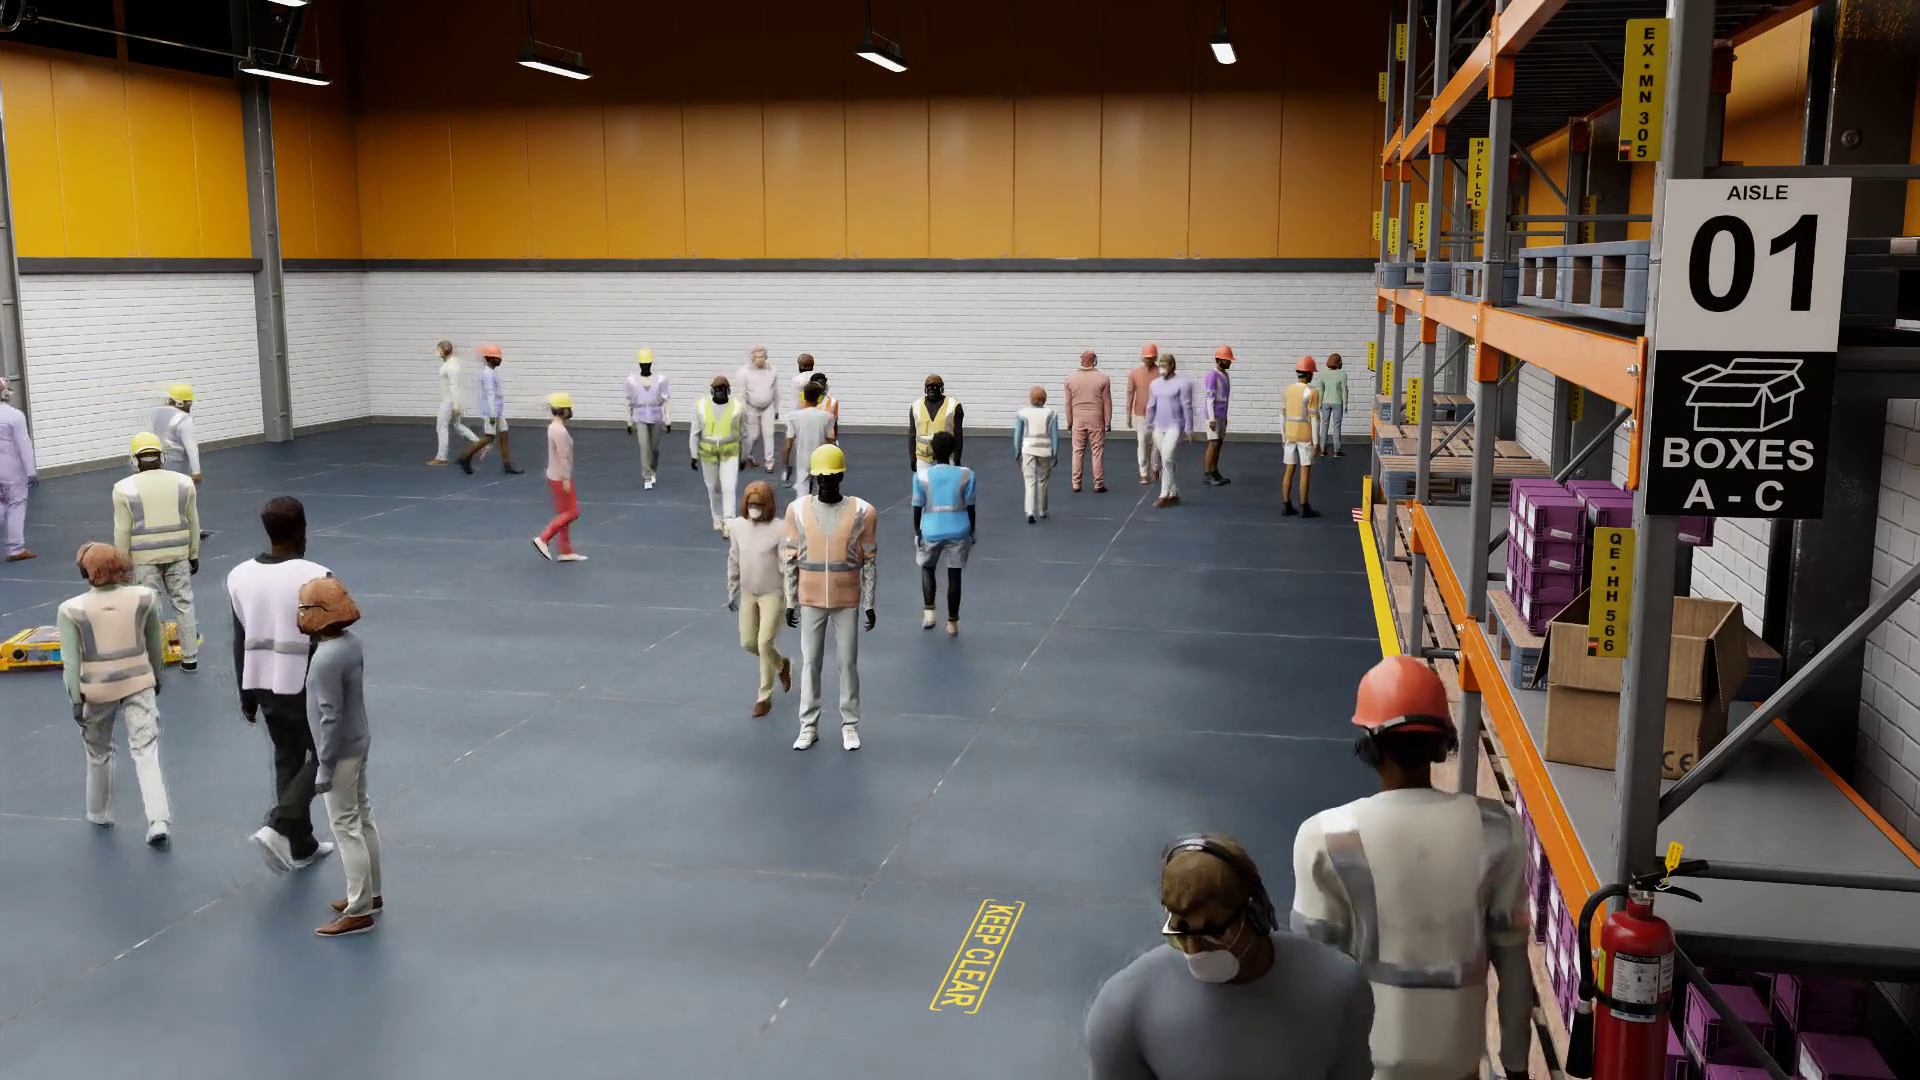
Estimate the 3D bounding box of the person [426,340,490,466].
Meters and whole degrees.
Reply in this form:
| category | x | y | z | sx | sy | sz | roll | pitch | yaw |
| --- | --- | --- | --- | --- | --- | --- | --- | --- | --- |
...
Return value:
| category | x | y | z | sx | sy | sz | roll | pitch | yaw |
| --- | --- | --- | --- | --- | --- | --- | --- | --- | --- |
| person | -7.620 | -2.076 | 25.140 | 0.881 | 1.911 | 0.633 | -3 | 10 | -16 |

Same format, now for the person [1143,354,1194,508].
| category | x | y | z | sx | sy | sz | roll | pitch | yaw |
| --- | --- | --- | --- | --- | --- | --- | --- | --- | --- |
| person | 2.525 | -1.357 | 20.751 | 0.783 | 1.914 | 0.663 | -8 | 13 | -42 |

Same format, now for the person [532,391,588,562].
| category | x | y | z | sx | sy | sz | roll | pitch | yaw |
| --- | --- | --- | --- | --- | --- | --- | --- | --- | --- |
| person | -4.059 | -0.628 | 16.834 | 0.459 | 1.754 | 0.541 | -3 | 10 | -20 |

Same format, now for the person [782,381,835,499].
| category | x | y | z | sx | sy | sz | roll | pitch | yaw |
| --- | --- | --- | --- | --- | --- | --- | --- | --- | --- |
| person | -1.559 | -0.716 | 17.217 | 0.599 | 1.830 | 0.582 | -1 | 10 | -8 |

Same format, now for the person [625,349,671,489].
| category | x | y | z | sx | sy | sz | roll | pitch | yaw |
| --- | --- | --- | --- | --- | --- | --- | --- | --- | --- |
| person | -4.269 | -1.674 | 22.744 | 0.594 | 1.894 | 0.892 | -2 | 10 | -14 |

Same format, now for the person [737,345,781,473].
| category | x | y | z | sx | sy | sz | roll | pitch | yaw |
| --- | --- | --- | --- | --- | --- | --- | --- | --- | --- |
| person | -2.949 | -1.928 | 24.347 | 0.659 | 1.871 | 0.692 | -3 | 10 | -18 |

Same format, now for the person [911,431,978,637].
| category | x | y | z | sx | sy | sz | roll | pitch | yaw |
| --- | --- | --- | --- | --- | --- | --- | --- | --- | --- |
| person | -0.122 | -0.048 | 13.588 | 0.546 | 1.686 | 0.395 | 0 | 9 | -2 |

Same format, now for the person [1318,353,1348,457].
| category | x | y | z | sx | sy | sz | roll | pitch | yaw |
| --- | --- | --- | --- | --- | --- | --- | --- | --- | --- |
| person | 5.893 | -2.128 | 26.261 | 0.505 | 1.633 | 0.279 | 7 | 12 | 37 |

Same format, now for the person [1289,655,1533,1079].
| category | x | y | z | sx | sy | sz | roll | pitch | yaw |
| --- | --- | --- | --- | --- | --- | --- | --- | --- | --- |
| person | 1.177 | 1.325 | 4.284 | 0.648 | 2.025 | 0.696 | 0 | 9 | -1 |

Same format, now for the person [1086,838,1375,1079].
| category | x | y | z | sx | sy | sz | roll | pitch | yaw |
| --- | --- | --- | --- | --- | --- | --- | --- | --- | --- |
| person | 0.611 | 1.511 | 3.660 | 0.692 | 1.872 | 0.981 | -1 | 9 | -5 |

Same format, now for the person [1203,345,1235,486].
| category | x | y | z | sx | sy | sz | roll | pitch | yaw |
| --- | --- | --- | --- | --- | --- | --- | --- | --- | --- |
| person | 3.575 | -1.710 | 22.873 | 0.408 | 1.927 | 0.555 | 7 | 11 | 34 |

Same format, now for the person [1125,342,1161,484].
| category | x | y | z | sx | sy | sz | roll | pitch | yaw |
| --- | --- | --- | --- | --- | --- | --- | --- | --- | --- |
| person | 2.617 | -1.741 | 22.927 | 0.692 | 1.967 | 0.493 | 1 | 9 | 5 |

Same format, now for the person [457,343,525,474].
| category | x | y | z | sx | sy | sz | roll | pitch | yaw |
| --- | --- | --- | --- | --- | --- | --- | --- | --- | --- |
| person | -6.778 | -1.870 | 23.895 | 0.880 | 1.909 | 0.555 | -1 | 9 | -7 |

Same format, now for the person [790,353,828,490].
| category | x | y | z | sx | sy | sz | roll | pitch | yaw |
| --- | --- | --- | --- | --- | --- | --- | --- | --- | --- |
| person | -2.057 | -1.585 | 22.362 | 0.428 | 1.842 | 0.631 | 8 | 13 | 41 |

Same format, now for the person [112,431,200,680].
| category | x | y | z | sx | sy | sz | roll | pitch | yaw |
| --- | --- | --- | --- | --- | --- | --- | --- | --- | --- |
| person | -5.873 | 0.117 | 12.170 | 0.588 | 1.822 | 0.403 | -9 | 13 | -43 |

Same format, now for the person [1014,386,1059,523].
| category | x | y | z | sx | sy | sz | roll | pitch | yaw |
| --- | --- | --- | --- | --- | --- | --- | --- | --- | --- |
| person | 0.896 | -1.009 | 19.630 | 0.533 | 1.598 | 0.812 | 1 | 9 | 4 |

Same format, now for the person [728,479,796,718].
| category | x | y | z | sx | sy | sz | roll | pitch | yaw |
| --- | --- | --- | --- | --- | --- | --- | --- | --- | --- |
| person | -1.296 | 0.368 | 11.292 | 0.543 | 1.612 | 0.562 | 5 | 11 | 26 |

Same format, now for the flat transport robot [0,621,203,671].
| category | x | y | z | sx | sy | sz | roll | pitch | yaw |
| --- | --- | --- | --- | --- | --- | --- | --- | --- | --- |
| flat transport robot | -6.636 | 0.798 | 12.724 | 1.431 | 0.197 | 0.652 | -2 | 10 | -12 |

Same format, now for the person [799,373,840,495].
| category | x | y | z | sx | sy | sz | roll | pitch | yaw |
| --- | --- | --- | --- | --- | --- | --- | --- | --- | --- |
| person | -1.746 | -1.230 | 20.651 | 0.537 | 1.700 | 0.318 | -4 | 10 | -24 |

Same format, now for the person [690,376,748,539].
| category | x | y | z | sx | sy | sz | roll | pitch | yaw |
| --- | --- | --- | --- | --- | --- | --- | --- | --- | --- |
| person | -2.697 | -0.950 | 18.692 | 0.628 | 1.805 | 0.935 | 0 | 9 | -2 |

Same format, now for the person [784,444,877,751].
| category | x | y | z | sx | sy | sz | roll | pitch | yaw |
| --- | --- | --- | --- | --- | --- | --- | --- | --- | --- |
| person | -0.808 | 0.360 | 10.383 | 0.586 | 1.928 | 0.369 | 0 | 9 | 2 |

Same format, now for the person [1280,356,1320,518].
| category | x | y | z | sx | sy | sz | roll | pitch | yaw |
| --- | --- | --- | --- | --- | --- | --- | --- | --- | --- |
| person | 4.107 | -1.236 | 19.972 | 0.373 | 1.934 | 0.551 | -8 | 12 | -39 |

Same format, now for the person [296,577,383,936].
| category | x | y | z | sx | sy | sz | roll | pitch | yaw |
| --- | --- | --- | --- | --- | --- | --- | --- | --- | --- |
| person | -2.823 | 0.975 | 7.563 | 0.266 | 1.631 | 0.507 | -1 | 9 | -6 |

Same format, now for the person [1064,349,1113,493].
| category | x | y | z | sx | sy | sz | roll | pitch | yaw |
| --- | --- | --- | --- | --- | --- | --- | --- | --- | --- |
| person | 1.715 | -1.577 | 22.110 | 0.643 | 1.912 | 0.410 | 3 | 10 | 17 |

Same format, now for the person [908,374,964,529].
| category | x | y | z | sx | sy | sz | roll | pitch | yaw |
| --- | --- | --- | --- | --- | --- | --- | --- | --- | --- |
| person | -0.271 | -0.912 | 18.351 | 0.618 | 1.836 | 0.431 | 2 | 10 | 11 |

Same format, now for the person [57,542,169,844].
| category | x | y | z | sx | sy | sz | roll | pitch | yaw |
| --- | --- | --- | --- | --- | --- | --- | --- | --- | --- |
| person | -4.434 | 0.798 | 8.763 | 0.513 | 1.599 | 0.869 | -7 | 12 | -37 |

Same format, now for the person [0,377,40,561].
| category | x | y | z | sx | sy | sz | roll | pitch | yaw |
| --- | --- | --- | --- | --- | --- | --- | --- | --- | --- |
| person | -9.727 | -0.709 | 16.934 | 0.647 | 1.892 | 0.480 | 3 | 10 | 17 |

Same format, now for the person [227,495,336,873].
| category | x | y | z | sx | sy | sz | roll | pitch | yaw |
| --- | --- | --- | --- | --- | --- | --- | --- | --- | --- |
| person | -3.333 | 0.746 | 8.208 | 0.612 | 1.876 | 0.554 | 3 | 10 | 16 |

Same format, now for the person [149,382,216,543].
| category | x | y | z | sx | sy | sz | roll | pitch | yaw |
| --- | --- | --- | --- | --- | --- | --- | --- | --- | --- |
| person | -8.337 | -0.782 | 17.693 | 0.617 | 1.776 | 0.909 | 6 | 11 | 34 |
